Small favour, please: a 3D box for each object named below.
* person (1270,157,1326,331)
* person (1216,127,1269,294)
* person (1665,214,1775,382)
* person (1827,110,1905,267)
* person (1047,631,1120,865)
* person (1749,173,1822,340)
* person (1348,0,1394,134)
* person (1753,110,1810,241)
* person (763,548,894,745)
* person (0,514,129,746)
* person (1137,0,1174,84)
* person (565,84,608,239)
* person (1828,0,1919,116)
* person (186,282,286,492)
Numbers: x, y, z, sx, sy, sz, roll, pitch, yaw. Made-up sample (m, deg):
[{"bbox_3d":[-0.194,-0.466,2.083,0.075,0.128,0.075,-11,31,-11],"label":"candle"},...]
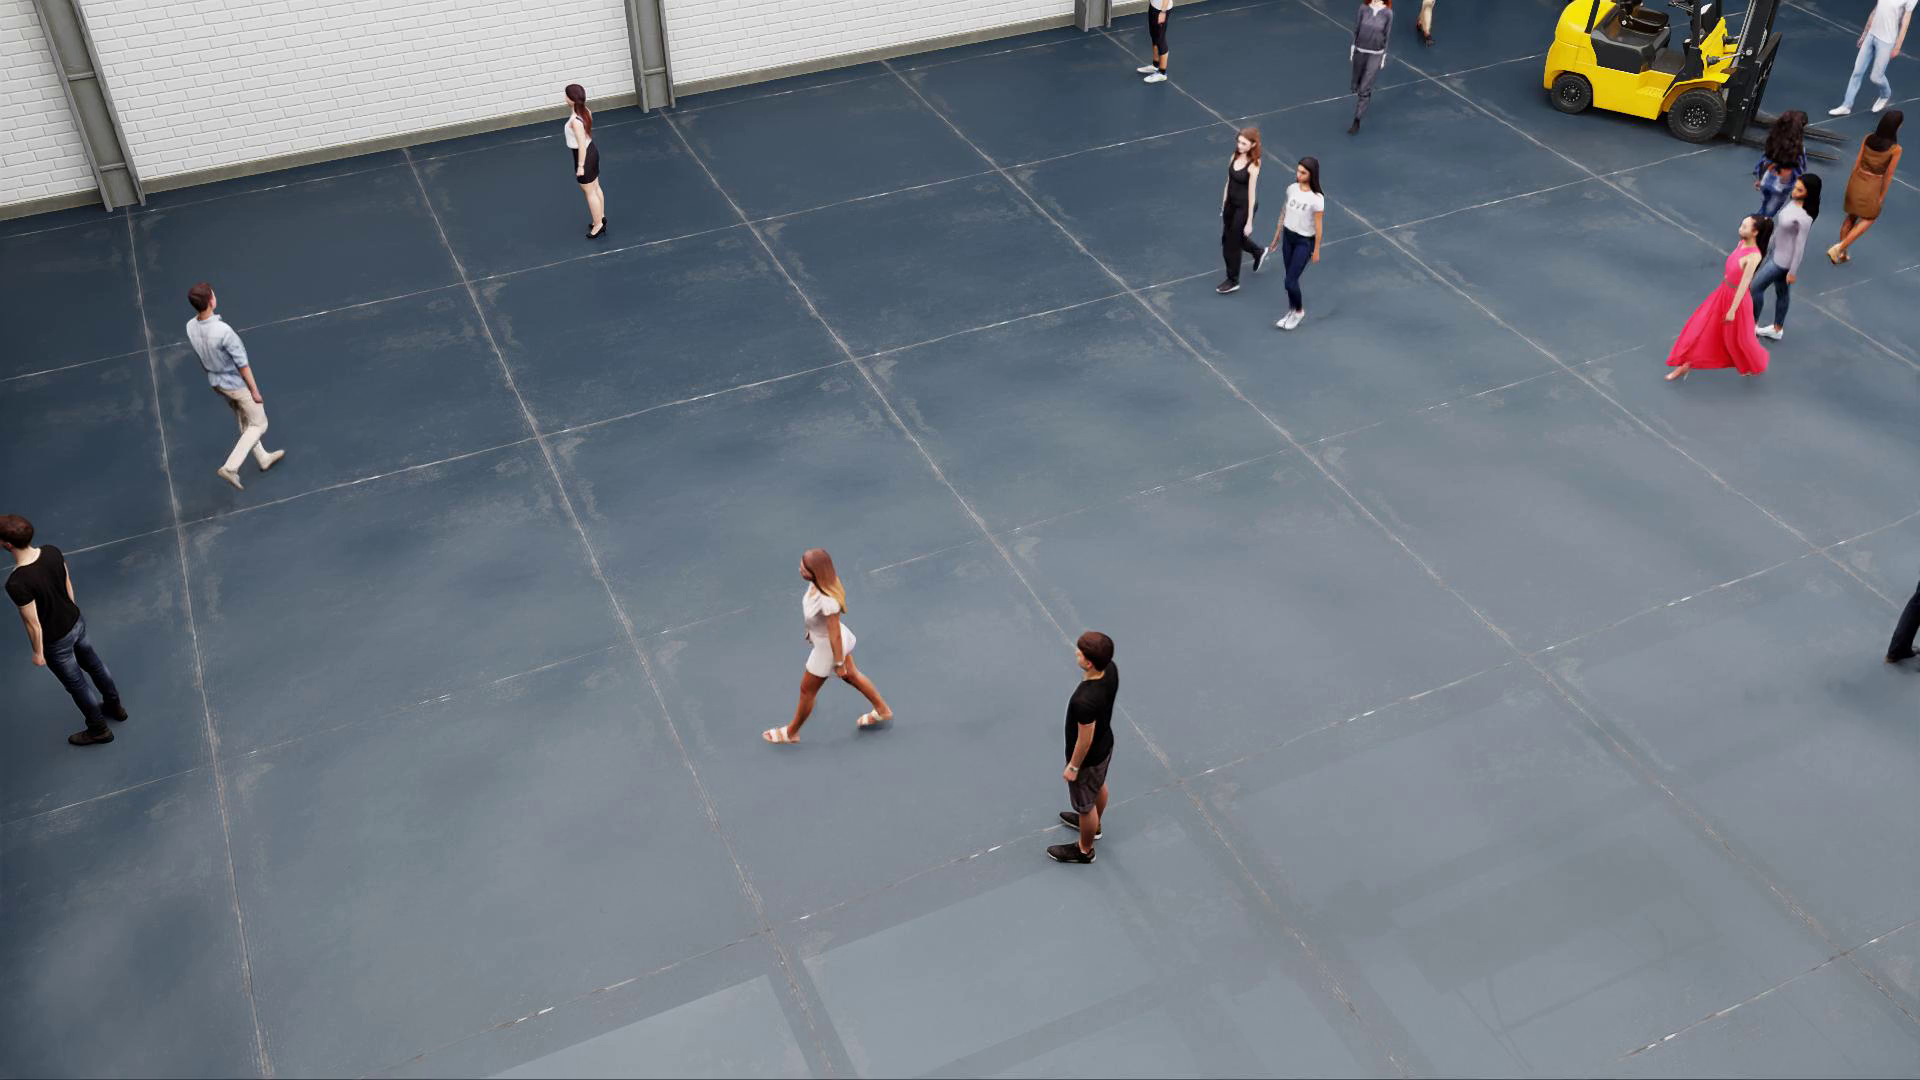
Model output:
[{"bbox_3d":[3.247,-2.797,15.633,0.601,1.767,0.625,-21,43,-24],"label":"person"},{"bbox_3d":[2.810,-3.244,16.227,0.888,1.725,0.684,-21,43,-24],"label":"person"},{"bbox_3d":[6.957,-2.090,14.813,1.178,1.685,0.913,1,39,1],"label":"person"},{"bbox_3d":[8.942,-3.448,16.518,0.796,1.679,0.627,-23,44,-26],"label":"person"},{"bbox_3d":[0.816,1.294,10.434,0.818,1.862,0.757,13,40,16],"label":"person"},{"bbox_3d":[7.742,-2.581,15.402,0.925,1.717,0.867,13,40,15],"label":"person"},{"bbox_3d":[4.741,-5.590,19.131,0.830,1.766,0.960,23,44,26],"label":"person"},{"bbox_3d":[8.128,-3.525,16.669,0.671,1.611,0.619,-15,41,-18],"label":"person"},{"bbox_3d":[-0.804,0.728,11.316,1.211,1.646,0.799,-6,39,-8],"label":"person"},{"bbox_3d":[-6.102,0.602,11.272,0.767,1.897,0.759,4,39,5],"label":"person"},{"bbox_3d":[2.438,-6.512,20.219,0.652,1.850,0.729,-6,39,-7],"label":"person"},{"bbox_3d":[-3.852,-3.904,17.114,0.630,1.649,0.630,0,39,0],"label":"person"},{"bbox_3d":[10.776,-5.826,19.364,0.938,1.844,0.705,-13,40,-16],"label":"person"},{"bbox_3d":[-6.005,-1.233,13.621,0.994,1.833,1.090,16,41,19],"label":"person"}]
